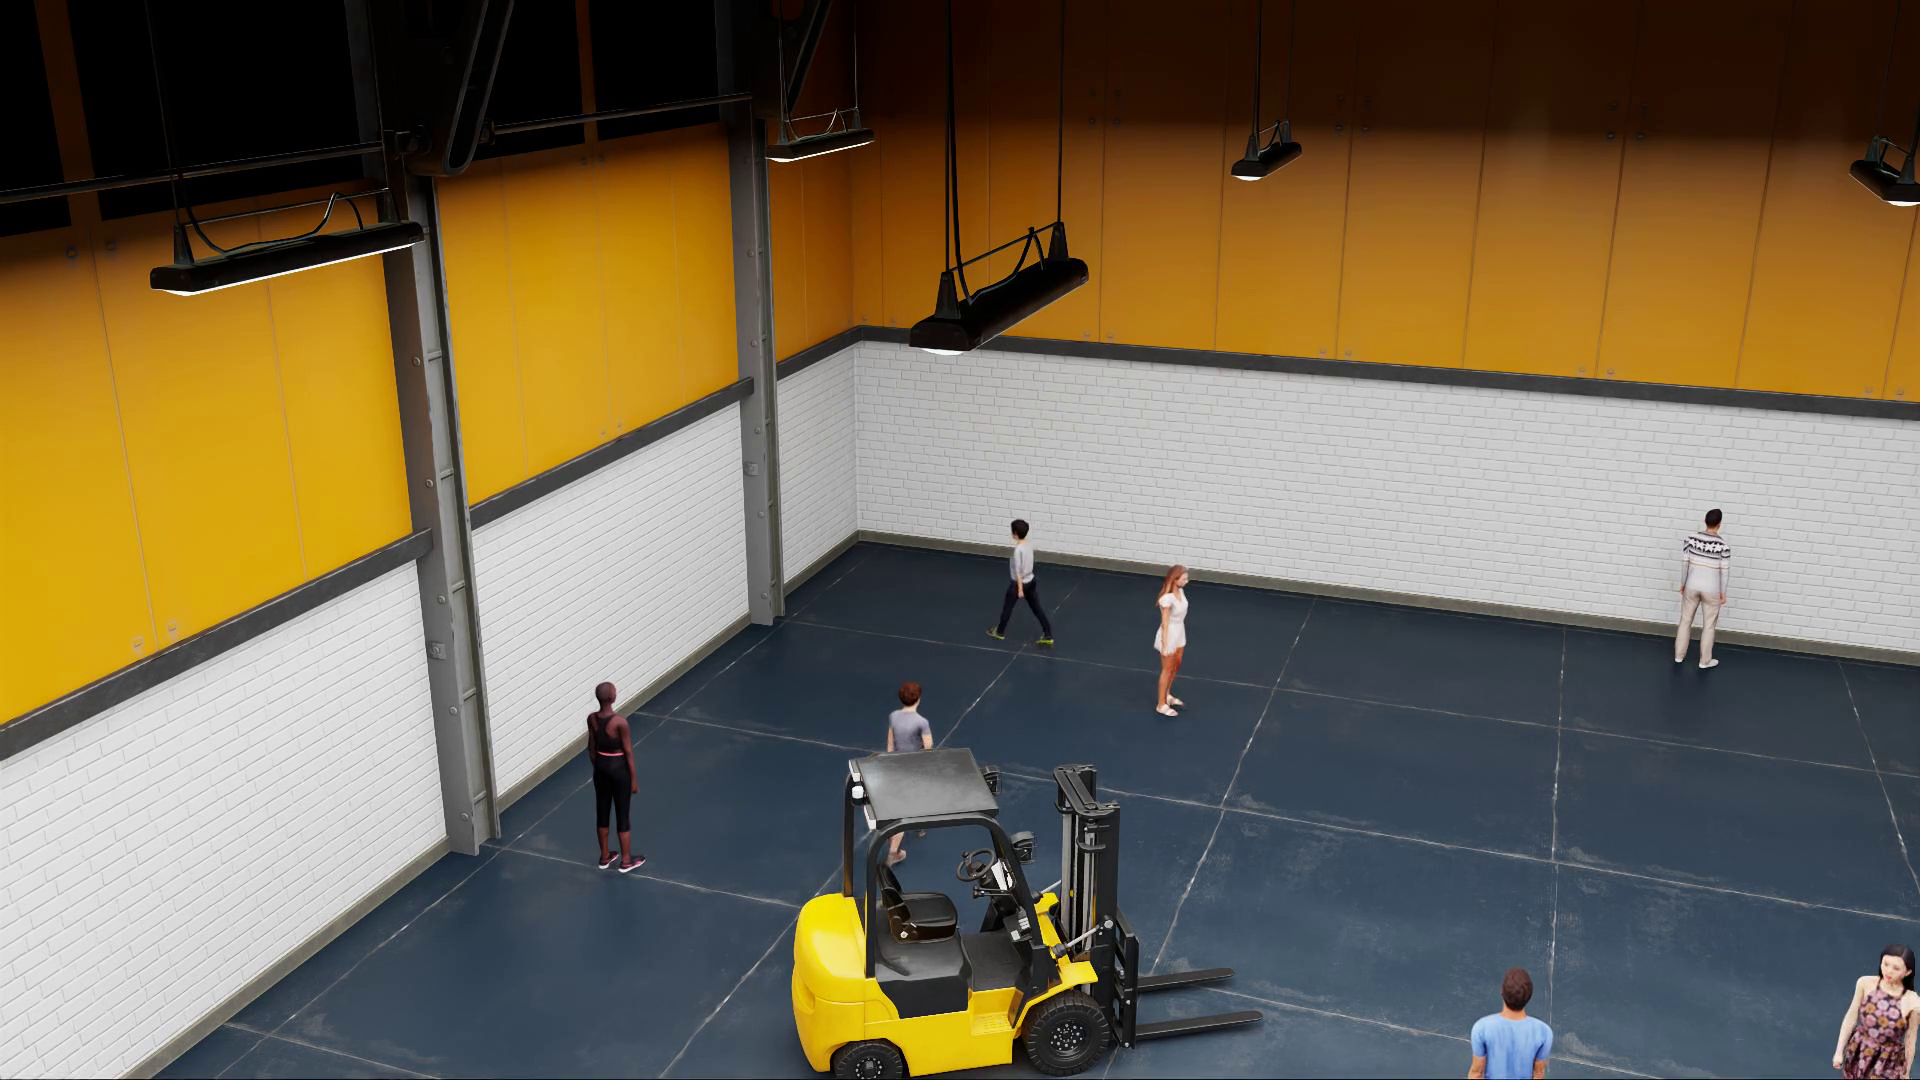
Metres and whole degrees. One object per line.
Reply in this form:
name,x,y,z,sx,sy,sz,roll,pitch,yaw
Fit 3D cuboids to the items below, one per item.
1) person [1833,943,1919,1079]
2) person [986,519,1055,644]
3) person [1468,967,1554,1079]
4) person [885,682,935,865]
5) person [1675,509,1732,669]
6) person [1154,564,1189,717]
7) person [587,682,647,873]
person,5.919,3.362,10.710,1.214,1.736,1.014,-14,23,-35
person,0.811,0.537,19.459,0.779,1.506,1.061,12,22,31
person,3.337,3.470,10.192,0.705,1.863,0.648,2,19,7
person,-0.490,2.085,14.706,0.763,1.607,1.180,11,21,29
person,8.443,0.539,18.897,0.756,1.861,0.713,16,24,40
person,2.240,1.037,17.701,0.739,1.682,0.596,12,22,31
person,-3.057,2.056,14.553,0.589,1.758,0.518,7,20,20
